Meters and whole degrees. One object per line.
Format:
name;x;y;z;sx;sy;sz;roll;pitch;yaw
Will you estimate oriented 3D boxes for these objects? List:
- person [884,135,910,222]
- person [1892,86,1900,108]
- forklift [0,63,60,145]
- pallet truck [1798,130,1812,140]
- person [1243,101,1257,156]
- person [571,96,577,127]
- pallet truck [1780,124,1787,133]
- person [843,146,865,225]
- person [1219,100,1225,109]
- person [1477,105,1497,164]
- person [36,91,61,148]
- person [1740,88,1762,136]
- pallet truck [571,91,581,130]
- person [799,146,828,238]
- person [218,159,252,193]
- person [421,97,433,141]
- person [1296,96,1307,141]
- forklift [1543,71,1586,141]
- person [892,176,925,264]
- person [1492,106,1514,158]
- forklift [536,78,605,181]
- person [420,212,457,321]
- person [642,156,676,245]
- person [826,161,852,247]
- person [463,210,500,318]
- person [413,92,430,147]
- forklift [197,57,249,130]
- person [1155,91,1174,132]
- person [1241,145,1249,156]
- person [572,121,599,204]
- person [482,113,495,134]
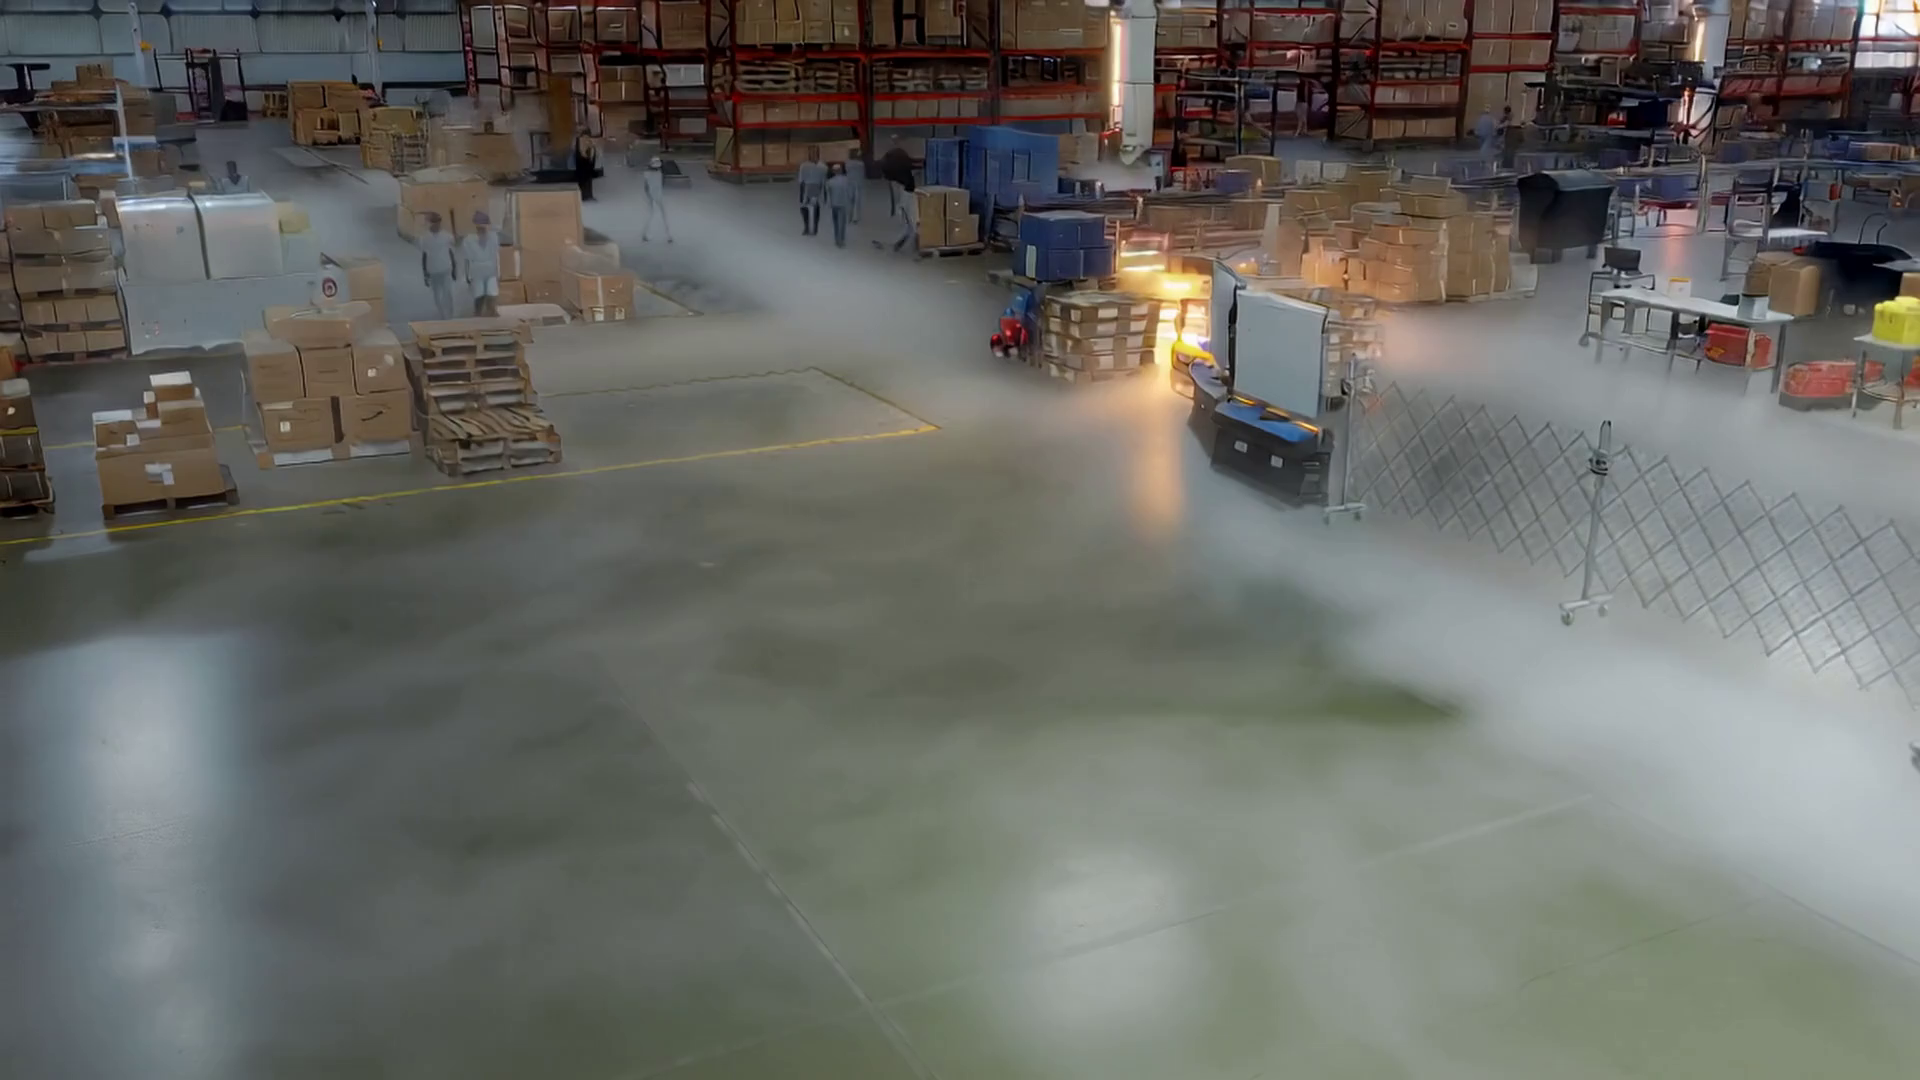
person;-1.451;-8.316;38.280;0.617;1.951;1.017;1;18;3
person;37.046;-17.069;65.913;0.331;1.733;0.565;5;18;15
forklift;-33.500;-15.620;59.532;1.873;2.768;1.129;-9;20;-26
pallet truck;25.526;-11.556;49.408;1.630;1.274;0.653;-9;20;-26
person;9.183;-13.172;53.489;0.686;1.890;0.485;-6;19;-19
person;-14.401;-15.684;61.412;0.429;1.838;0.634;8;20;25
pallet truck;25.206;-12.542;52.601;1.601;1.201;0.680;0;18;-2
person;-2.416;-8.008;37.616;0.549;1.744;0.508;6;19;19
person;10.309;-17.303;66.321;0.618;1.915;0.638;-2;18;-7
person;16.680;-12.777;52.408;0.737;1.808;0.597;-11;21;-30
person;-31.858;-14.689;58.147;0.637;1.936;0.355;-6;19;-18
person;29.153;-15.668;61.274;0.949;1.895;0.549;-9;20;-27
pallet truck;-13.495;-14.412;57.188;0.823;1.965;1.885;-3;18;-9
person;-3.131;-7.428;35.527;0.652;1.934;0.470;2;18;8
person;-14.298;-6.584;32.934;0.623;1.902;0.527;-9;20;-27
person;-19.635;-15.424;60.970;0.525;1.602;0.813;6;19;17
person;12.555;-15.465;61.063;0.339;1.618;0.512;-12;21;-32
forklift;18.685;-13.231;52.085;1.873;2.768;1.129;-9;20;-26
person;-0.983;-6.146;31.929;0.563;1.674;0.541;13;22;34
person;17.720;-13.258;54.123;0.738;1.672;0.539;-14;22;-36
forklift;-11.215;-11.681;47.252;1.873;2.768;1.129;-9;20;-26
person;-7.884;-4.046;25.173;0.541;1.816;0.996;-10;20;-27
person;-6.338;-7.060;34.568;0.518;1.823;0.993;-16;24;-41
person;-2.479;-6.833;33.956;0.529;1.749;0.561;2;18;6
person;-7.089;-3.951;24.715;0.553;1.919;0.808;-9;20;-25
person;-18.932;-14.789;58.511;0.597;1.910;0.383;4;18;14
forklift;-29.743;-17.930;66.733;1.873;2.768;1.129;-9;20;-26
person;8.075;-17.054;65.756;0.873;1.795;0.604;2;18;6
person;7.751;-10.394;45.270;0.629;1.614;0.507;-6;19;-19
person;-9.360;-9.451;41.651;0.537;2.000;0.683;-15;23;-39
person;-13.643;-11.385;48.011;0.906;1.852;0.587;-14;22;-37
